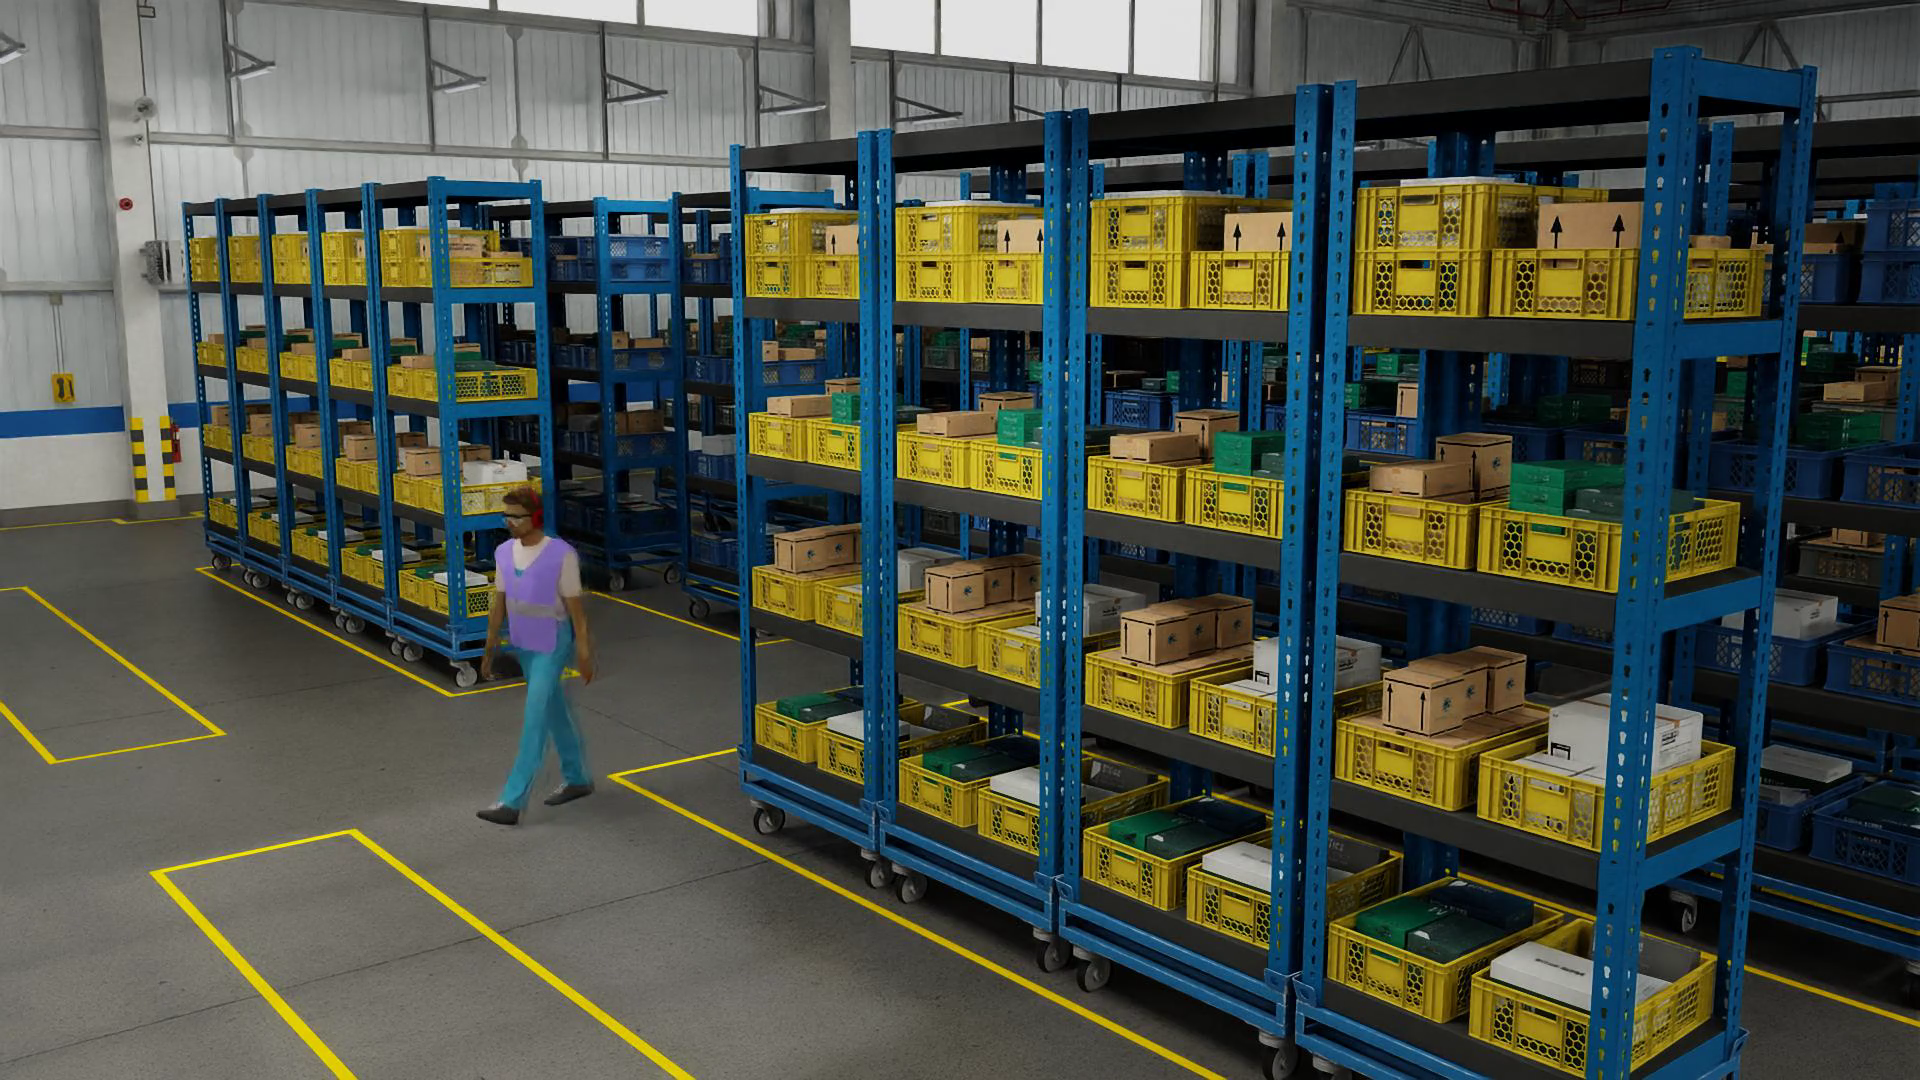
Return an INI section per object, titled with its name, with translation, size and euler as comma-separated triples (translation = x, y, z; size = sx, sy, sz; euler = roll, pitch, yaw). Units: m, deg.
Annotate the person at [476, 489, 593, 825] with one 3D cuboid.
[person]
translation = -2.372, 0.627, 9.022
size = 0.599, 1.798, 0.926
euler = 7, 12, 35
